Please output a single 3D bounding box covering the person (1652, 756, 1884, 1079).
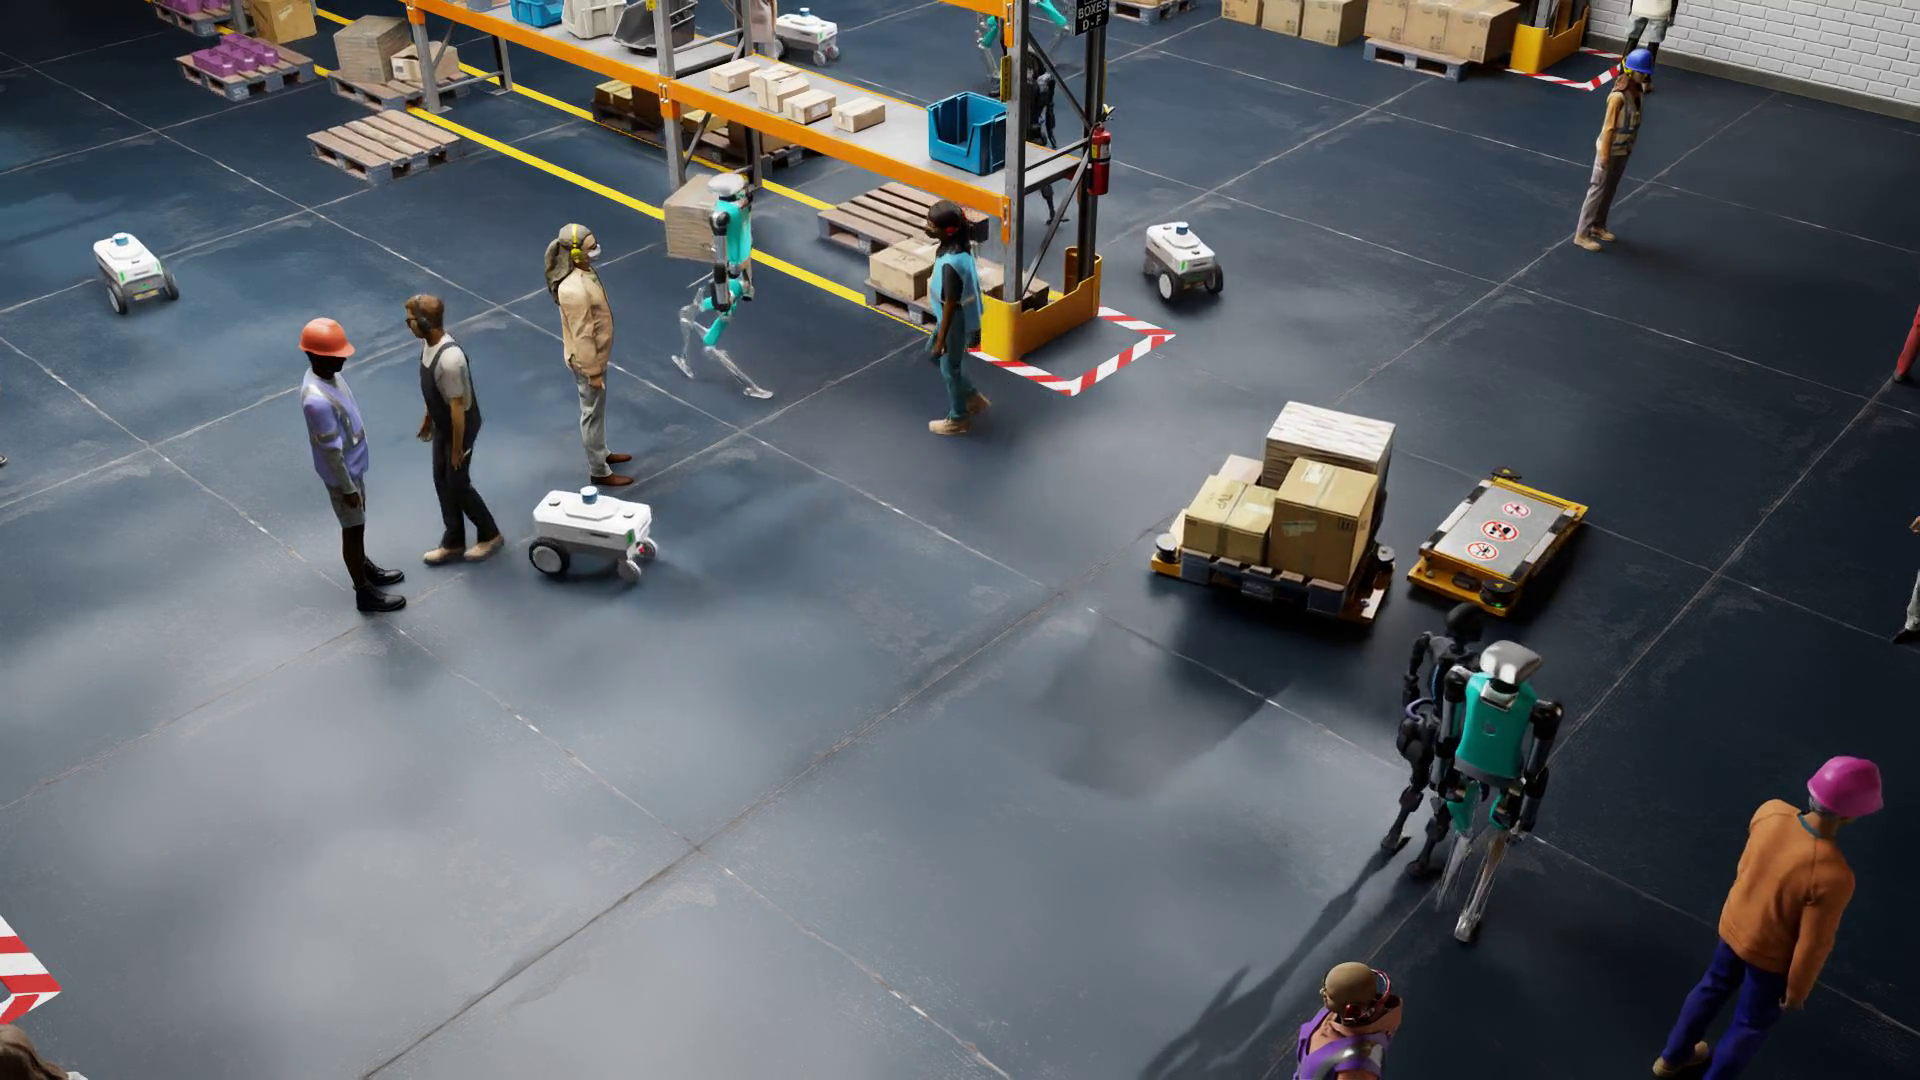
[{"bbox_3d":[3.370,1.667,6.900,0.422,1.971,0.526,-11,36,-15],"label":"person"}]

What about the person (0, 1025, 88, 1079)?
[{"bbox_3d":[-3.281,2.372,6.146,0.484,1.661,0.339,-16,38,-21],"label":"person"}]

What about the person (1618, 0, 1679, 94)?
[{"bbox_3d":[7.345,-5.600,17.668,0.536,1.693,0.319,25,42,31],"label":"person"}]

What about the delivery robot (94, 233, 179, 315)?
[{"bbox_3d":[-6.882,-2.237,13.816,0.499,0.614,0.808,-26,42,-32],"label":"delivery robot"}]

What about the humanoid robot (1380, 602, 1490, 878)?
[{"bbox_3d":[2.365,0.983,8.139,0.339,1.650,0.586,-23,41,-30],"label":"humanoid robot"}]

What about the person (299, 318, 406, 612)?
[{"bbox_3d":[-3.673,-0.451,10.003,0.372,1.931,0.542,-8,35,-11],"label":"person"}]

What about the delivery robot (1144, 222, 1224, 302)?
[{"bbox_3d":[1.856,-2.371,13.999,0.499,0.601,0.802,-12,36,-17],"label":"delivery robot"}]

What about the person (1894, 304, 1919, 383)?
[{"bbox_3d":[7.389,-1.937,12.306,0.518,1.757,0.341,23,41,29],"label":"person"}]

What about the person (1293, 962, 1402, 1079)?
[{"bbox_3d":[1.423,2.222,6.342,0.343,1.685,0.475,3,35,5],"label":"person"}]

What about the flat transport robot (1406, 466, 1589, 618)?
[{"bbox_3d":[3.520,-0.009,10.824,0.659,0.231,1.431,23,41,30],"label":"flat transport robot"}]

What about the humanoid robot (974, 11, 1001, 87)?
[{"bbox_3d":[0.368,-5.705,17.858,0.718,1.867,0.532,13,37,19],"label":"humanoid robot"}]

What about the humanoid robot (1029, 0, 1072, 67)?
[{"bbox_3d":[1.038,-6.016,18.253,0.720,1.807,0.561,8,36,12],"label":"humanoid robot"}]

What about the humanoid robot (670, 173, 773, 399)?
[{"bbox_3d":[-1.900,-1.876,12.276,1.020,1.781,0.532,10,36,15],"label":"humanoid robot"}]

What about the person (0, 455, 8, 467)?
[{"bbox_3d":[-6.960,-1.233,11.220,0.404,1.832,0.590,15,37,21],"label":"person"}]

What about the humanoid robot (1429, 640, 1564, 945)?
[{"bbox_3d":[2.526,1.158,7.863,0.531,1.818,0.617,24,41,30],"label":"humanoid robot"}]

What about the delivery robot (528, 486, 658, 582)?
[{"bbox_3d":[-2.347,-0.081,10.649,0.738,0.563,0.499,9,36,13],"label":"delivery robot"}]

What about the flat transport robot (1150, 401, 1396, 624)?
[{"bbox_3d":[2.006,0.124,10.631,1.431,0.231,0.659,15,37,20],"label":"flat transport robot"}]

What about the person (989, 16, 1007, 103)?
[{"bbox_3d":[0.481,-5.523,17.357,0.384,1.930,0.544,-11,36,-15],"label":"person"}]

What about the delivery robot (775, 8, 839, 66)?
[{"bbox_3d":[-1.775,-5.717,18.858,0.797,0.614,0.499,20,39,26],"label":"delivery robot"}]

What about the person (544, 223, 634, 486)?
[{"bbox_3d":[-2.505,-1.245,11.202,0.408,1.877,0.554,-5,35,-8],"label":"person"}]

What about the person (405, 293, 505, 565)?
[{"bbox_3d":[-3.245,-0.658,10.411,0.508,1.807,0.553,-23,41,-30],"label":"person"}]

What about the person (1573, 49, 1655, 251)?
[{"bbox_3d":[5.684,-3.375,14.380,0.479,1.770,0.335,-29,44,-35],"label":"person"}]

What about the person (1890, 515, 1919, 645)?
[{"bbox_3d":[5.773,-0.059,9.651,0.362,1.678,0.448,-15,37,-21],"label":"person"}]

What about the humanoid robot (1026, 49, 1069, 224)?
[{"bbox_3d":[0.621,-3.594,14.822,0.834,1.617,0.590,29,44,35],"label":"humanoid robot"}]

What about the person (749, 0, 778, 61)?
[{"bbox_3d":[-2.111,-5.409,17.421,0.461,1.657,0.269,13,37,18],"label":"person"}]

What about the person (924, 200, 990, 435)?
[{"bbox_3d":[-0.066,-1.529,11.630,0.449,1.852,0.564,3,35,4],"label":"person"}]
